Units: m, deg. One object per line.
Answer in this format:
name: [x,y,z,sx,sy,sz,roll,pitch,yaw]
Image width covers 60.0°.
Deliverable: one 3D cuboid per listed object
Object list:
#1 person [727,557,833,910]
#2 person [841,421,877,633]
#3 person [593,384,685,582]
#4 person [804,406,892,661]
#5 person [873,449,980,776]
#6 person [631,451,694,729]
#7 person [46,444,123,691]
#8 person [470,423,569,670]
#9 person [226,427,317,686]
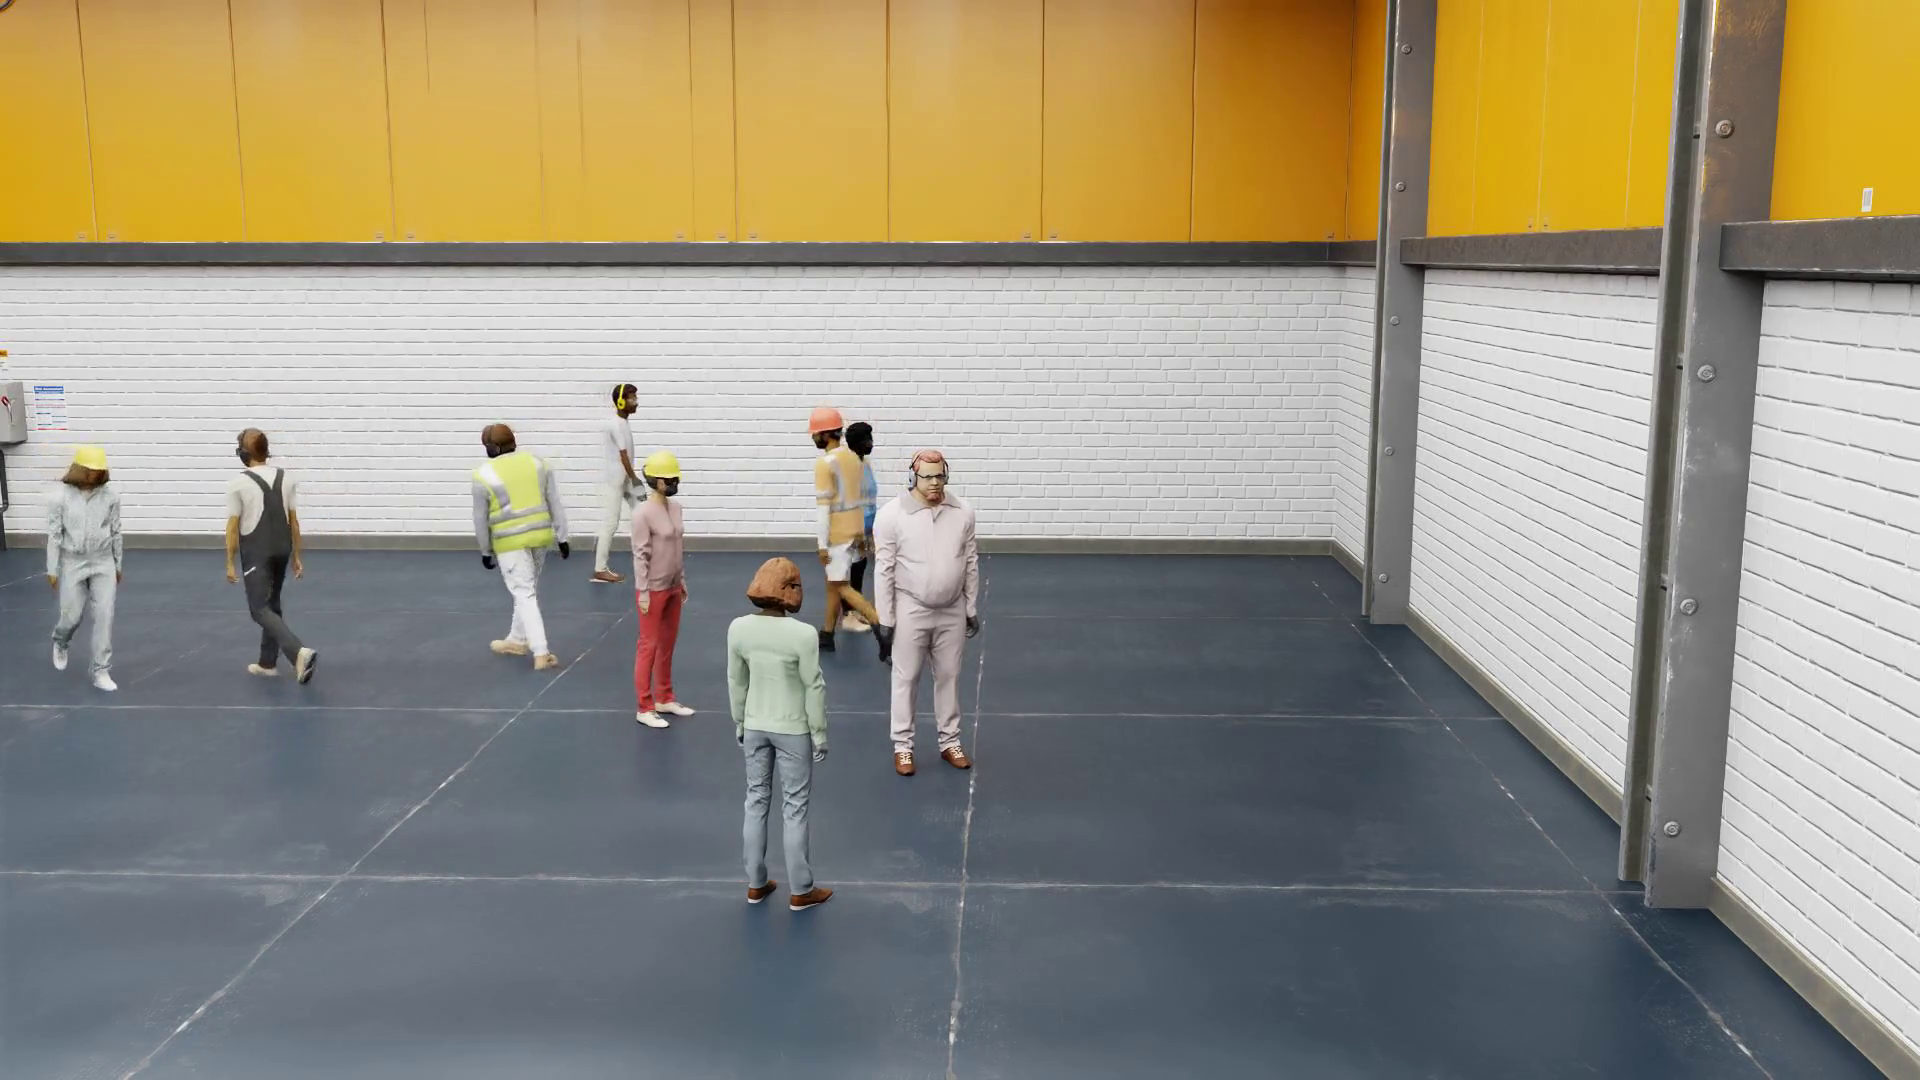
person: [-0.831,0.885,7.648,0.499,1.633,0.281,5,11,26]
person: [-0.820,-0.103,13.275,0.320,1.692,0.538,1,10,8]
person: [-2.971,-0.506,15.215,0.914,1.830,0.509,0,10,2]
person: [-0.814,-0.045,12.344,0.878,1.909,0.568,4,11,23]
person: [-0.175,0.414,9.638,0.646,1.900,0.403,-5,11,-25]
person: [-1.893,0.308,10.647,0.330,1.765,0.533,4,10,21]
person: [-6.105,0.173,11.575,0.648,1.708,0.530,9,13,42]
person: [-3.231,0.037,12.216,0.809,1.787,0.651,9,13,41]
person: [-4.792,0.126,11.590,0.801,1.822,0.515,6,12,33]
